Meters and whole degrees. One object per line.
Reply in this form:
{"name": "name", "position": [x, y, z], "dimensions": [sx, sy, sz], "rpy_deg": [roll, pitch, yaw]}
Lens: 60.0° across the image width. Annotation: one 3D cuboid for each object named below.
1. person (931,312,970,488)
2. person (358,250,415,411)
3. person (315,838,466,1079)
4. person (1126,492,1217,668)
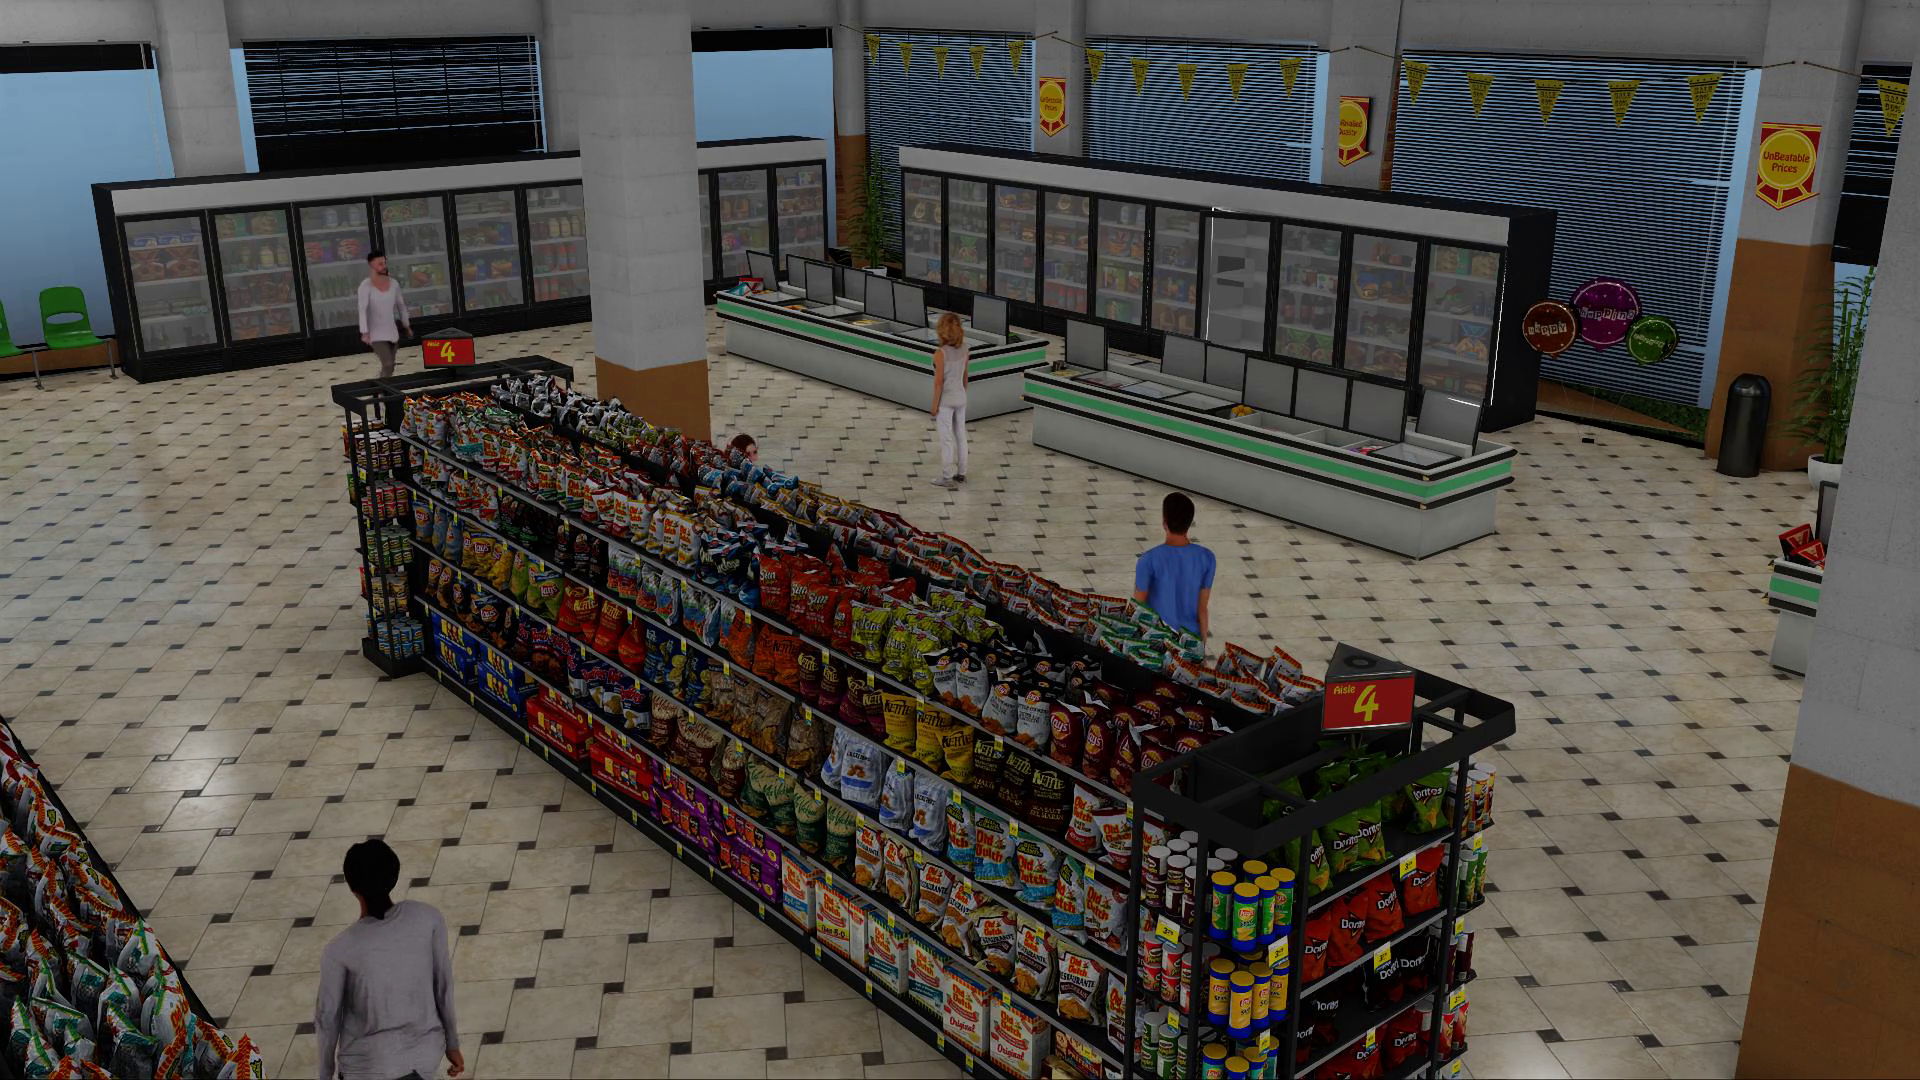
{"name": "person", "position": [-0.084, -1.340, 15.837], "dimensions": [0.557, 1.672, 0.605], "rpy_deg": [18, 25, 42]}
{"name": "person", "position": [-6.475, -2.316, 18.501], "dimensions": [0.862, 1.820, 0.814], "rpy_deg": [10, 21, 26]}
{"name": "person", "position": [-2.032, 1.939, 6.071], "dimensions": [0.641, 1.699, 1.100], "rpy_deg": [-15, 24, -38]}
{"name": "person", "position": [1.242, 0.682, 9.617], "dimensions": [0.906, 1.814, 1.286], "rpy_deg": [-7, 20, -20]}
